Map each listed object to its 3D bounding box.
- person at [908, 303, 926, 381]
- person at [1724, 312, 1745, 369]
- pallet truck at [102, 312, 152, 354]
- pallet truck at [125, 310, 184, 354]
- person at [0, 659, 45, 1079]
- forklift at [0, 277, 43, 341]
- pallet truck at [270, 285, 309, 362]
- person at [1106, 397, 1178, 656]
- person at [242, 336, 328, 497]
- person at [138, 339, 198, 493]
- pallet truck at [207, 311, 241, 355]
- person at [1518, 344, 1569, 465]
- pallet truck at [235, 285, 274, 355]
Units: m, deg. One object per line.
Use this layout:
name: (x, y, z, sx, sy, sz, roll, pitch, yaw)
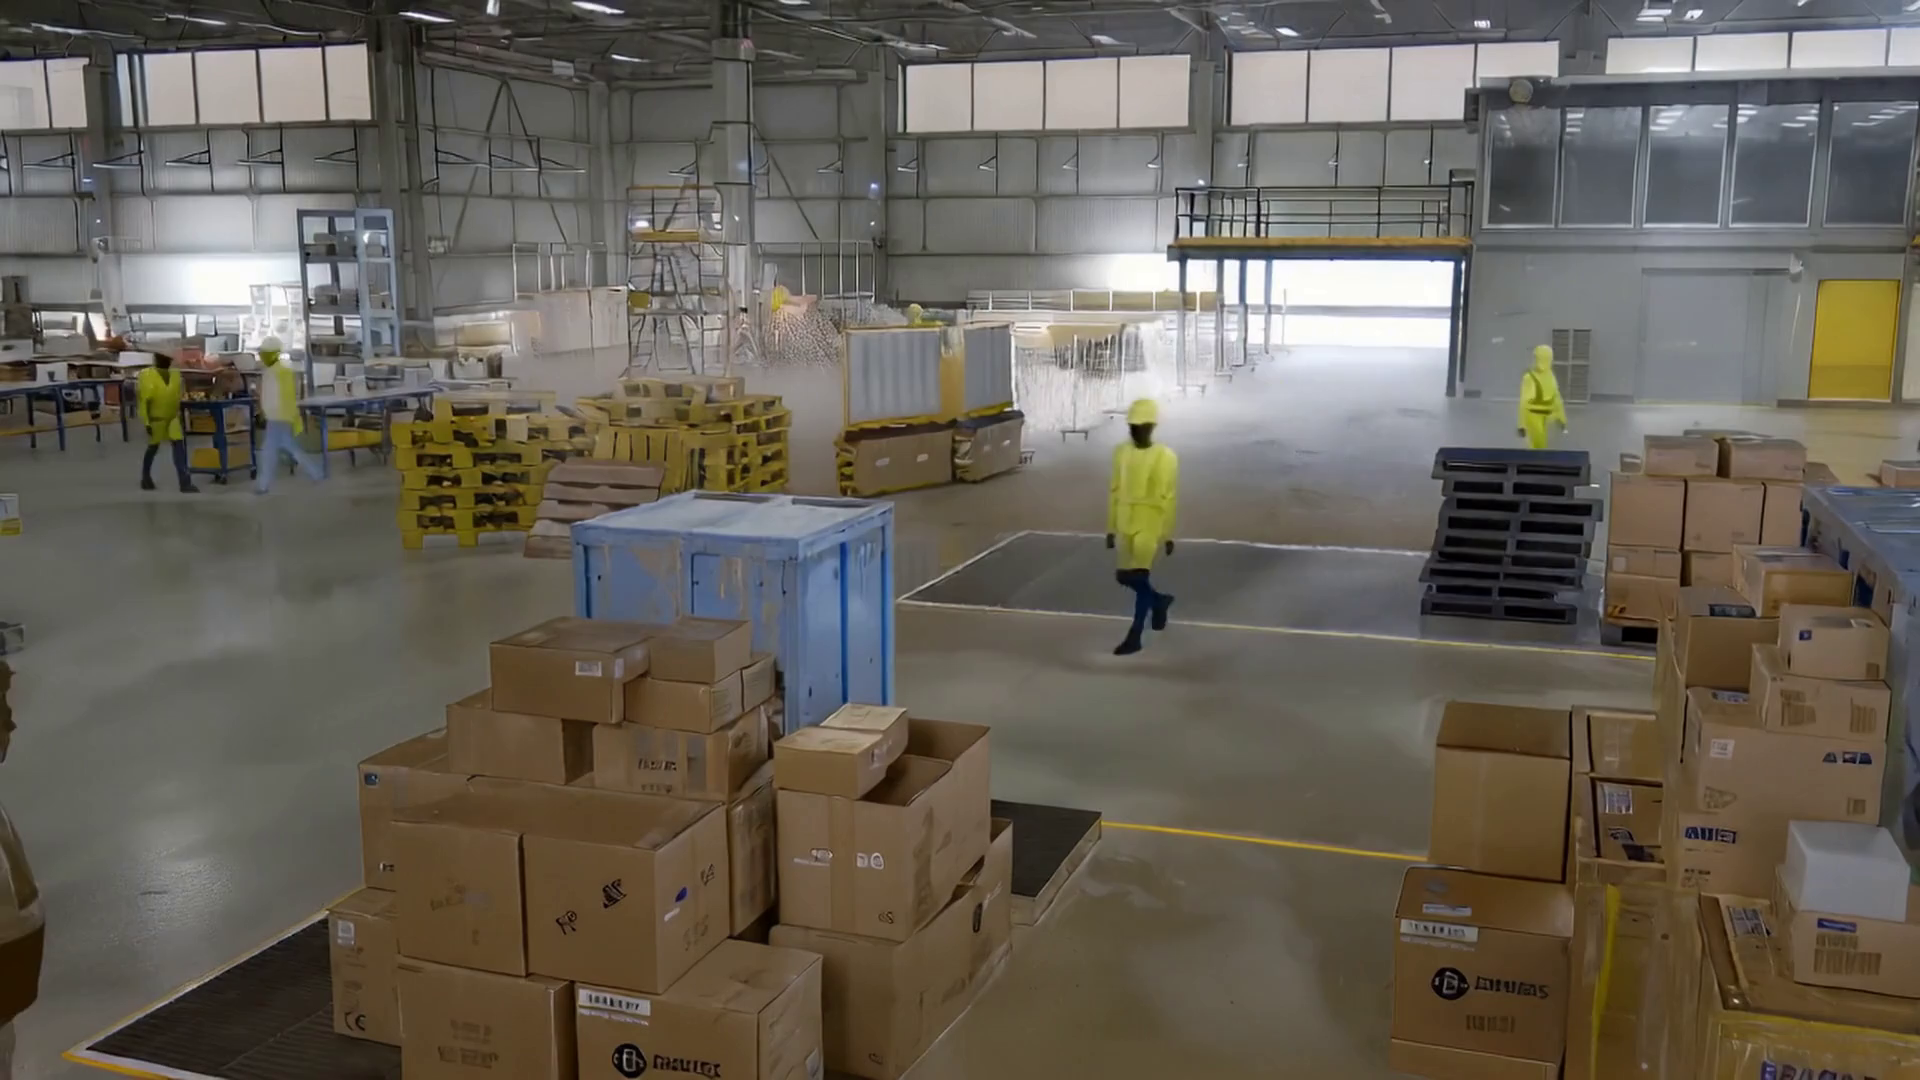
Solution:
person: (-0.976, -4.428, 37.211, 0.493, 1.743, 0.311, -9, 14, -42)
person: (18.262, -4.732, 39.237, 0.494, 1.624, 0.280, 4, 11, 22)
pallet truck: (-23.057, -5.777, 46.261, 0.680, 1.201, 1.601, 3, 11, 19)
pallet truck: (-22.038, -5.665, 45.457, 0.704, 1.261, 1.522, 3, 11, 17)
person: (-2.713, 1.253, 4.592, 0.363, 1.963, 0.612, -5, 11, -28)
forklift: (-27.151, -6.329, 46.328, 1.157, 1.987, 2.680, 3, 11, 17)
pallet truck: (-17.147, -5.700, 43.663, 0.823, 1.965, 1.885, 3, 11, 17)
person: (1.391, -0.122, 12.470, 0.555, 1.923, 0.723, 9, 13, 41)
person: (-8.250, -1.512, 20.278, 1.027, 1.945, 0.595, -7, 12, -36)
person: (-9.854, -1.528, 20.525, 0.991, 1.891, 0.583, 8, 13, 37)
pallet truck: (-19.537, -5.575, 44.913, 0.653, 1.274, 1.630, 3, 11, 19)
person: (7.113, -1.457, 20.222, 0.579, 1.831, 0.978, -9, 13, -41)
pallet truck: (-18.327, -5.835, 44.421, 0.823, 1.965, 1.885, 4, 11, 23)
